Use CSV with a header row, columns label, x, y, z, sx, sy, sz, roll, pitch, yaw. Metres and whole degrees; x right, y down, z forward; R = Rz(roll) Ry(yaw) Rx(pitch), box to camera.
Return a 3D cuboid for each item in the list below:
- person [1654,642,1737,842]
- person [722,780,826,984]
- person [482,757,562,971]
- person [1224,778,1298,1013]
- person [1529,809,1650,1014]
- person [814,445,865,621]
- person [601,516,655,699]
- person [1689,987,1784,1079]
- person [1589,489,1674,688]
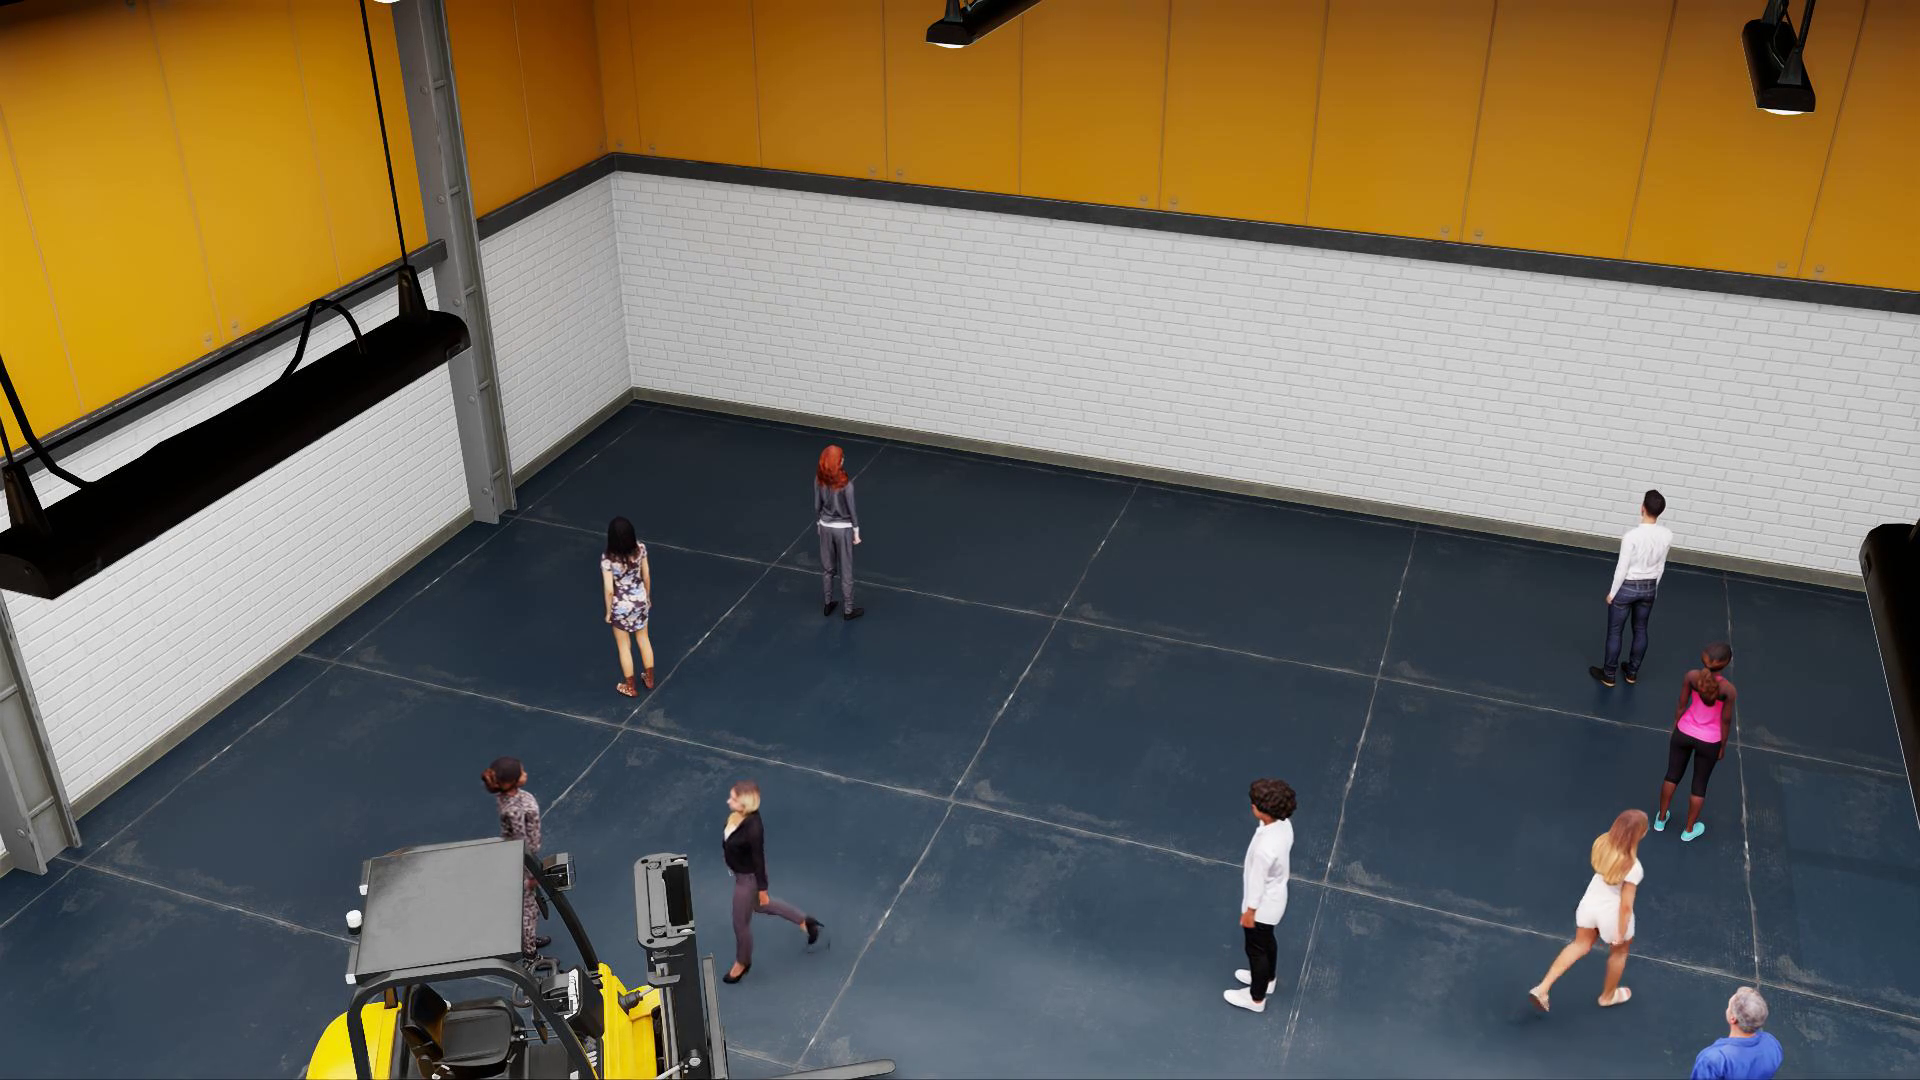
label,x,y,z,sx,sy,sz,roll,pitch,yaw
person,5.592,1.512,12.620,0.632,1.723,0.658,23,36,36
person,-1.329,2.282,11.289,1.008,1.646,1.007,-9,30,-15
person,-3.001,2.194,11.379,0.734,1.713,0.669,-12,31,-21
person,2.018,2.347,11.002,0.677,1.807,0.488,11,31,20
person,4.175,2.464,10.932,1.067,1.669,1.017,-11,31,-20
person,-1.145,-0.075,15.470,0.610,1.780,0.532,14,32,24
person,-2.856,0.569,14.339,0.625,1.733,0.734,-22,35,-34
person,4.240,3.266,9.298,0.779,1.825,0.808,-10,30,-17
person,5.872,0.425,14.462,0.714,1.868,0.729,-4,29,-8
